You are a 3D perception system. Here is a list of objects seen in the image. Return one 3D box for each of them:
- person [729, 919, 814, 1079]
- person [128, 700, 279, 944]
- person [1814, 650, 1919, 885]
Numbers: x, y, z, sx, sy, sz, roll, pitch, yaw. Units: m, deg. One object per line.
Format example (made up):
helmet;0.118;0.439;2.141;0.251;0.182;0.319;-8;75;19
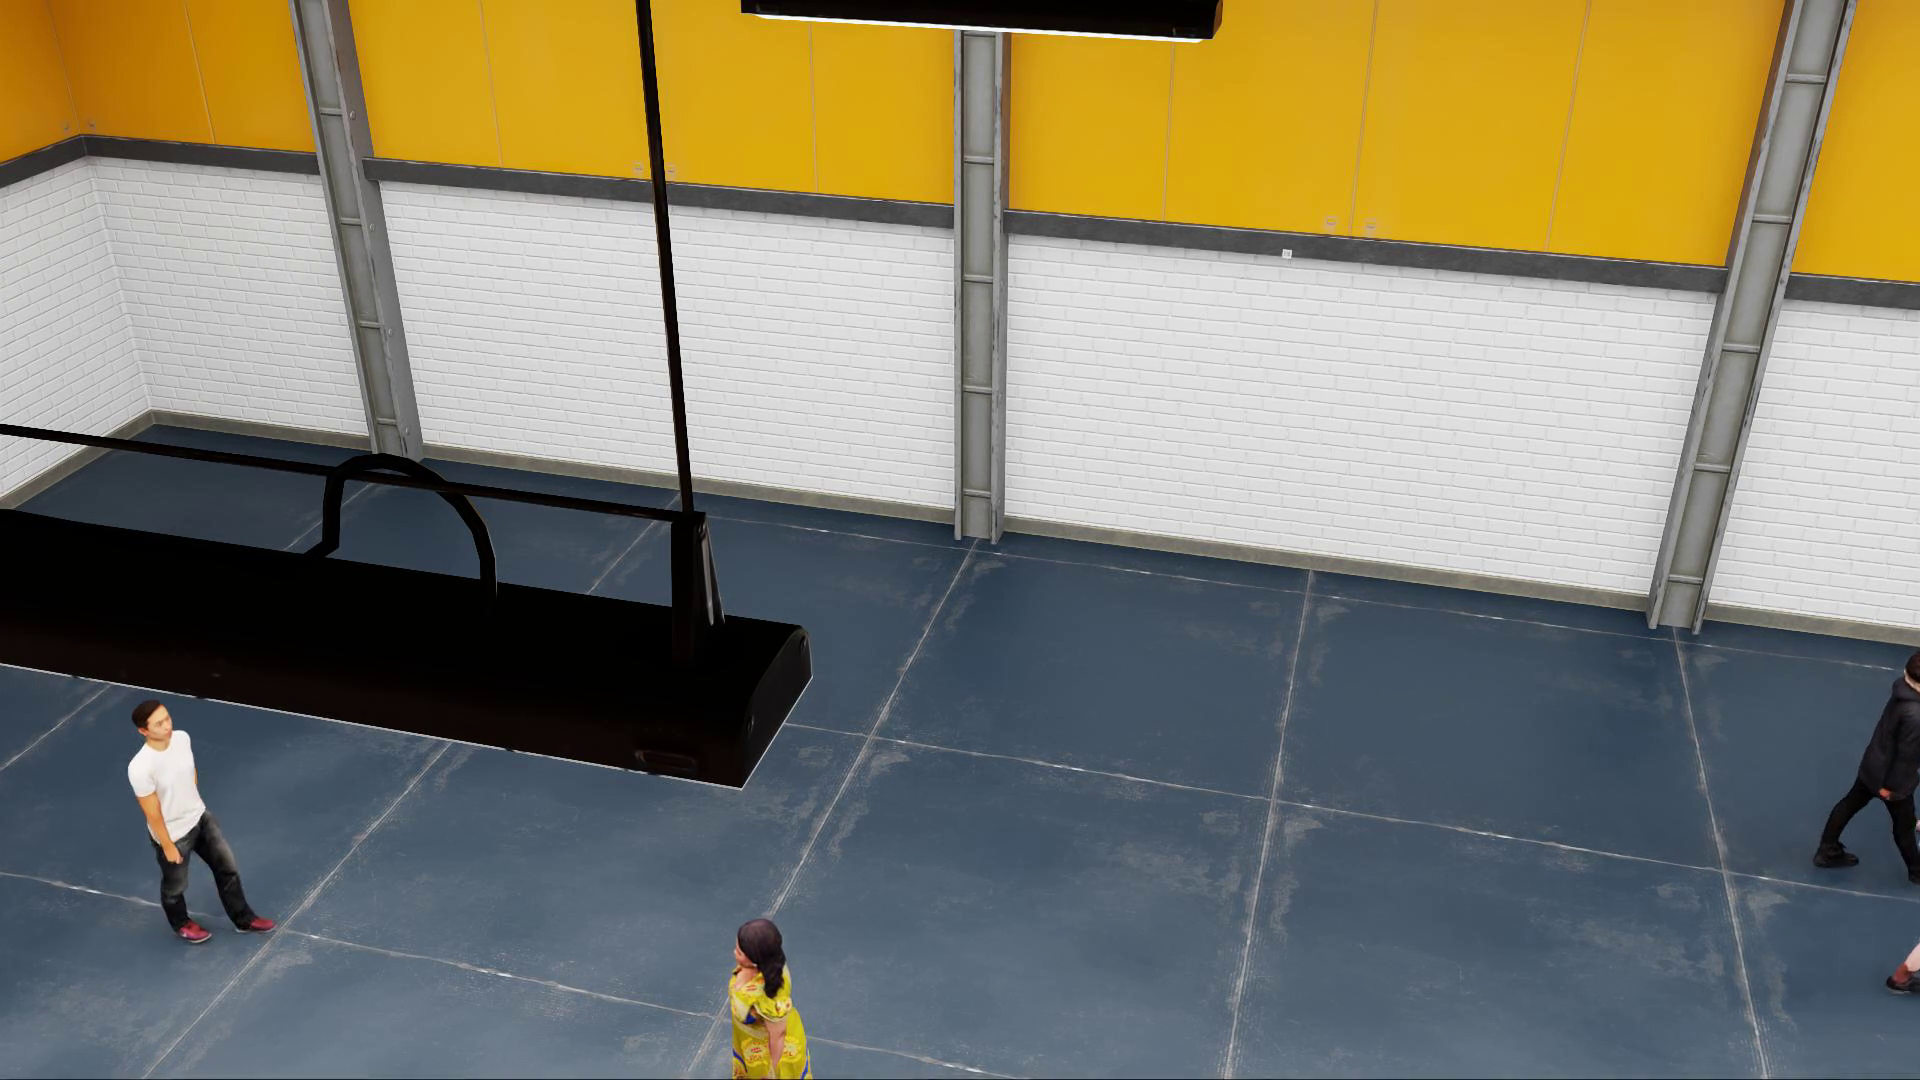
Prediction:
person;-0.996;2.626;8.673;1.016;1.660;1.000;-9;30;-17
person;-4.859;1.735;10.179;0.911;1.781;0.659;9;30;16
person;5.906;1.456;10.725;1.045;1.738;0.670;5;29;9
